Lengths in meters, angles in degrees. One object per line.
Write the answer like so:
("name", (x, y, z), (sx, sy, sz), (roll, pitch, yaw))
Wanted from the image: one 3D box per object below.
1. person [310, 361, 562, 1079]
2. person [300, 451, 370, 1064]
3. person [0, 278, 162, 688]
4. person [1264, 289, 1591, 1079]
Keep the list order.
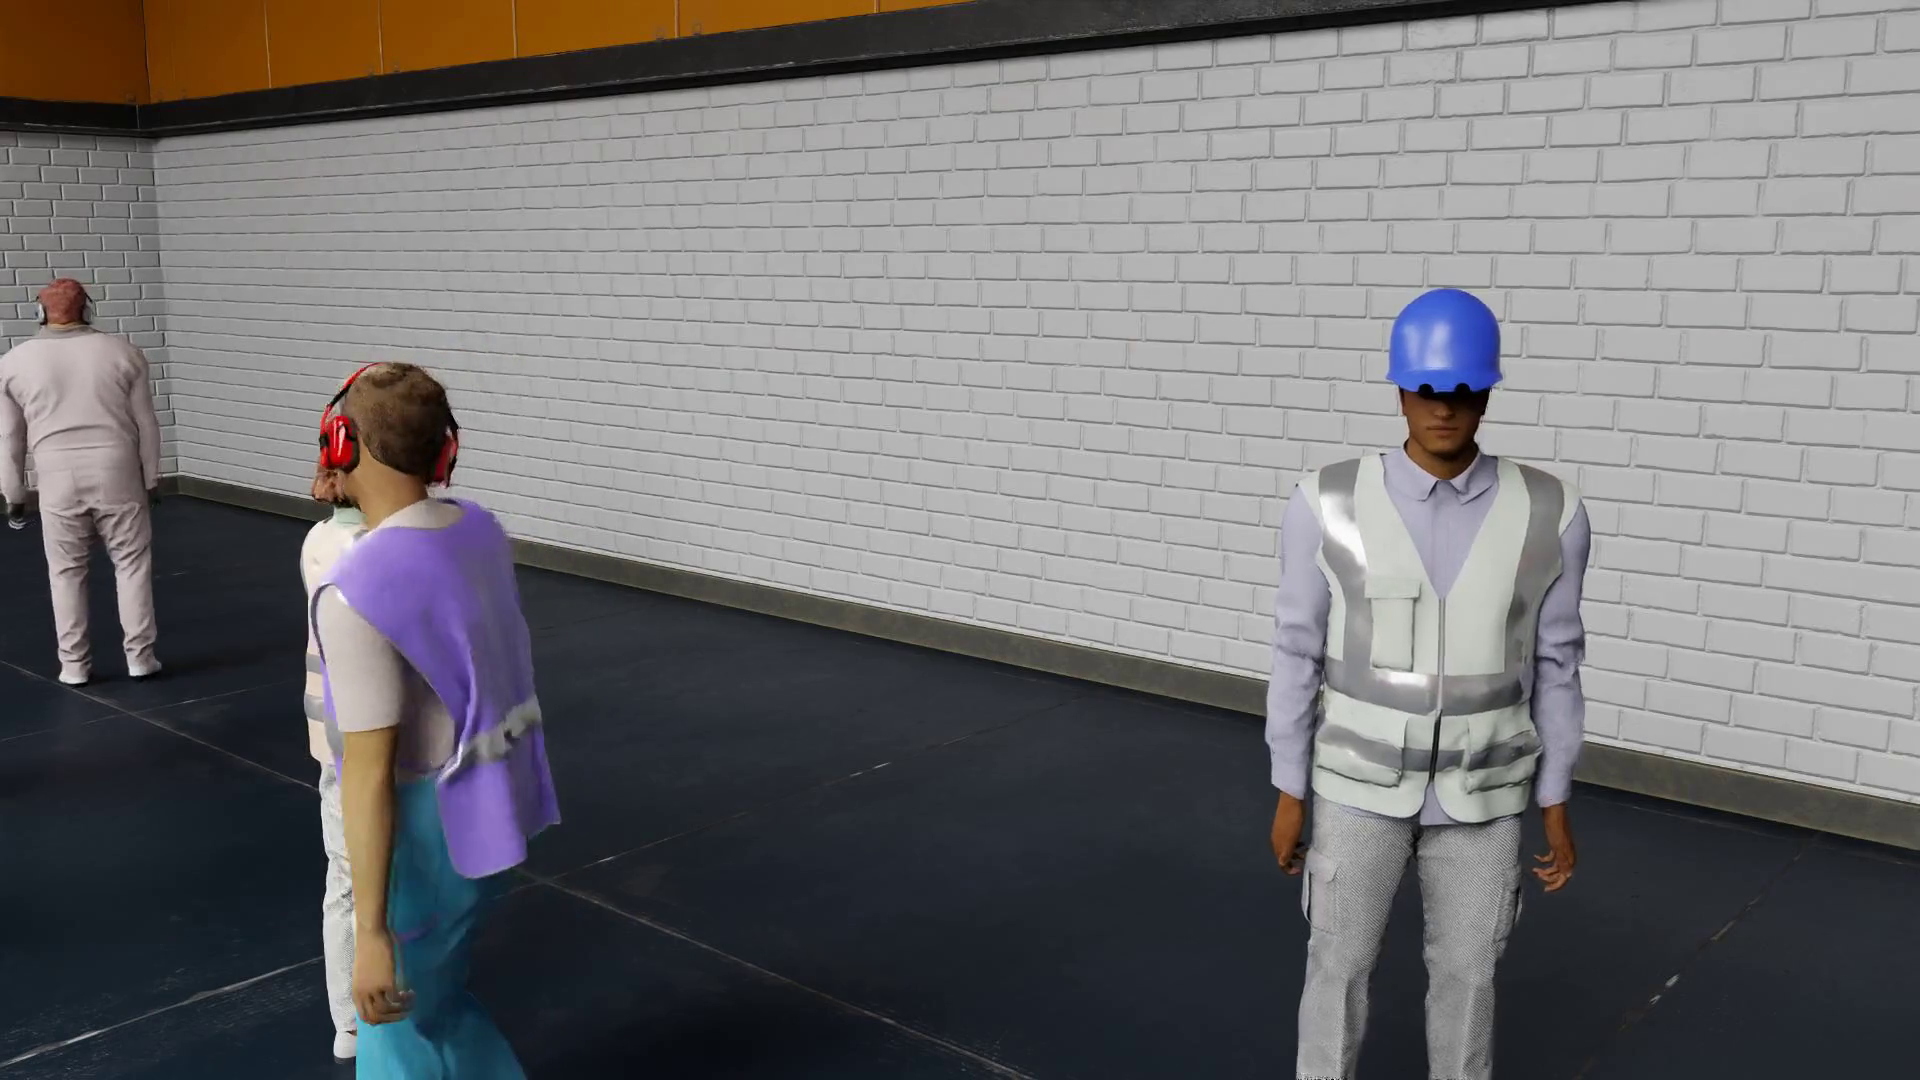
("person", (-0.933, 0.589, 3.036), (0.428, 1.823, 0.642), (1, 10, 5))
("person", (-1.403, 0.513, 4.003), (0.310, 1.639, 0.514), (-8, 13, -38))
("person", (-4.045, -0.252, 7.664), (0.673, 1.885, 0.432), (-4, 11, -22))
("person", (0.918, 0.501, 3.306), (0.619, 1.911, 0.415), (1, 10, 8))
